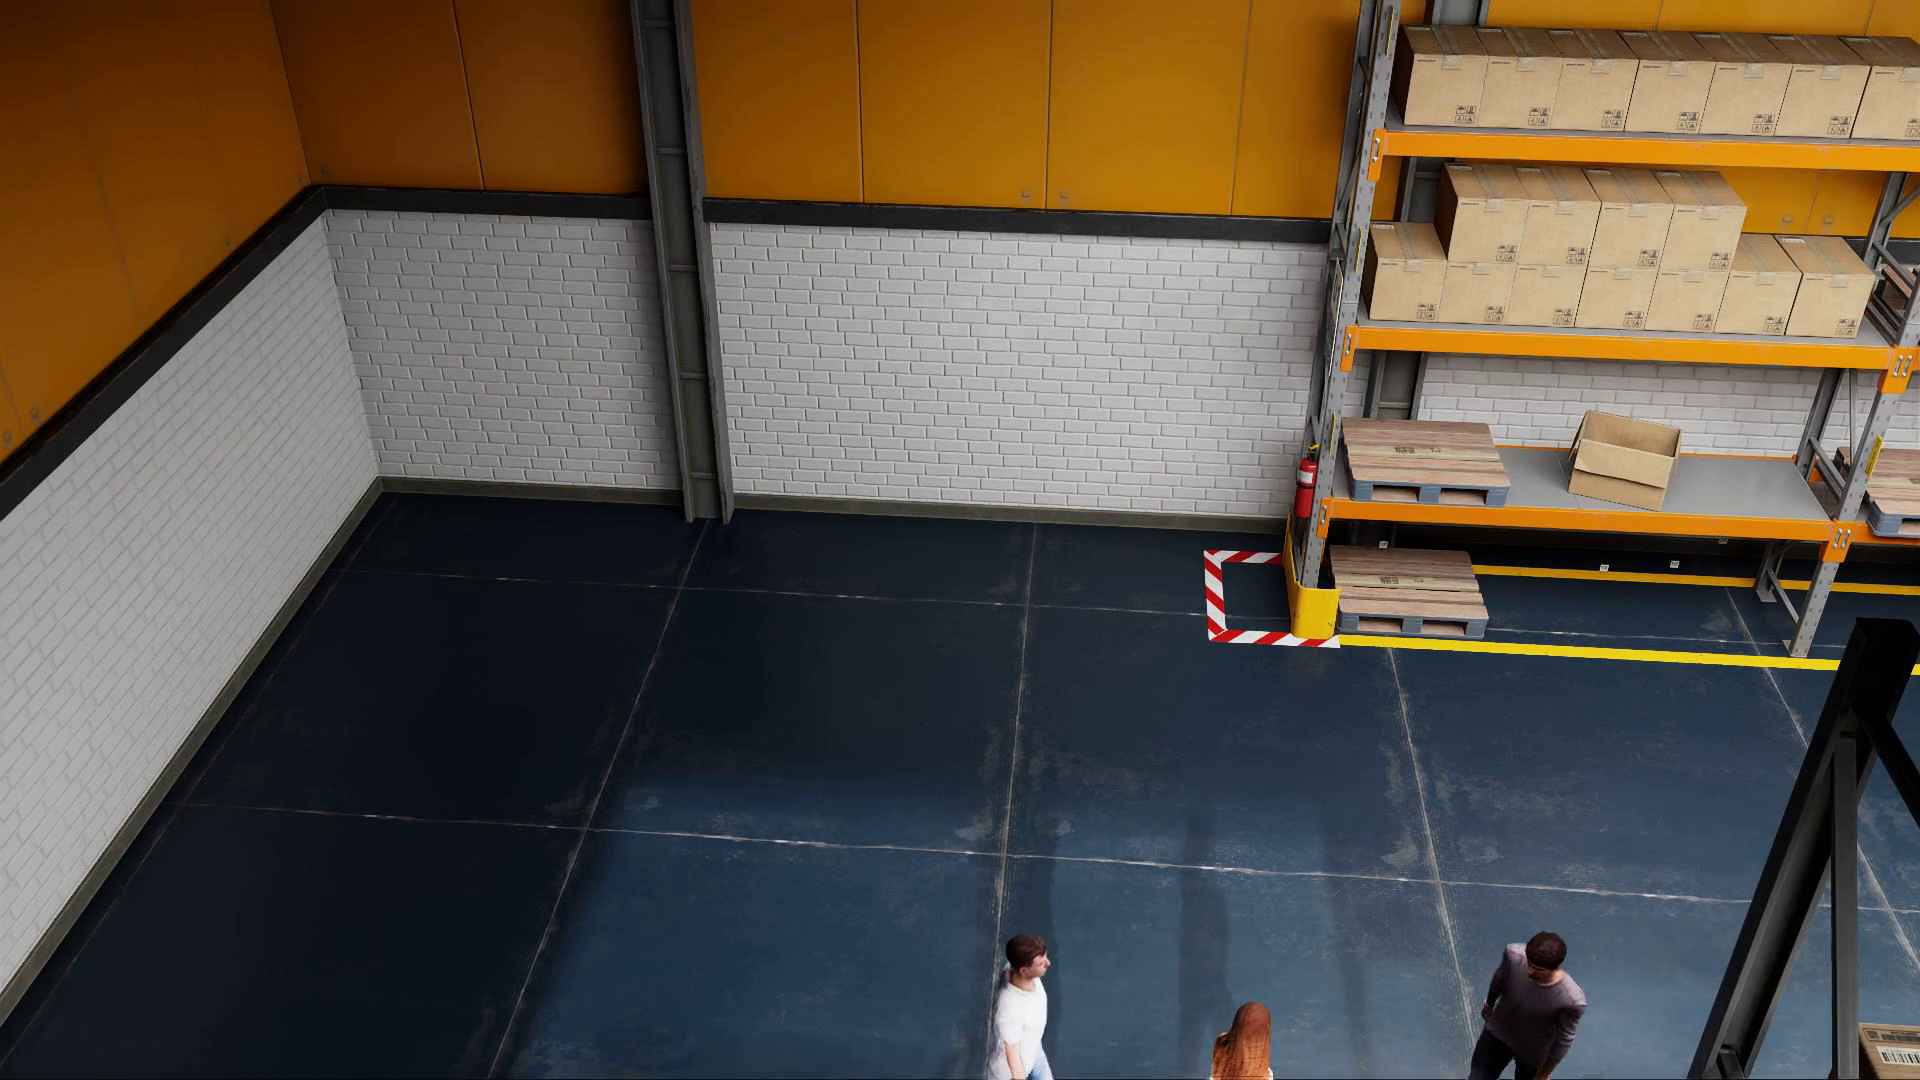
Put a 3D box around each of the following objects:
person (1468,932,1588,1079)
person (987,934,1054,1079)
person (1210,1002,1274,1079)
[{"bbox_3d":[3.178,2.731,9.249,1.160,1.812,1.113,-23,40,-31],"label":"person"},{"bbox_3d":[0.202,2.846,9.072,1.223,1.817,0.811,9,35,14],"label":"person"},{"bbox_3d":[1.355,3.152,8.743,1.136,1.672,1.048,-22,39,-29],"label":"person"}]
